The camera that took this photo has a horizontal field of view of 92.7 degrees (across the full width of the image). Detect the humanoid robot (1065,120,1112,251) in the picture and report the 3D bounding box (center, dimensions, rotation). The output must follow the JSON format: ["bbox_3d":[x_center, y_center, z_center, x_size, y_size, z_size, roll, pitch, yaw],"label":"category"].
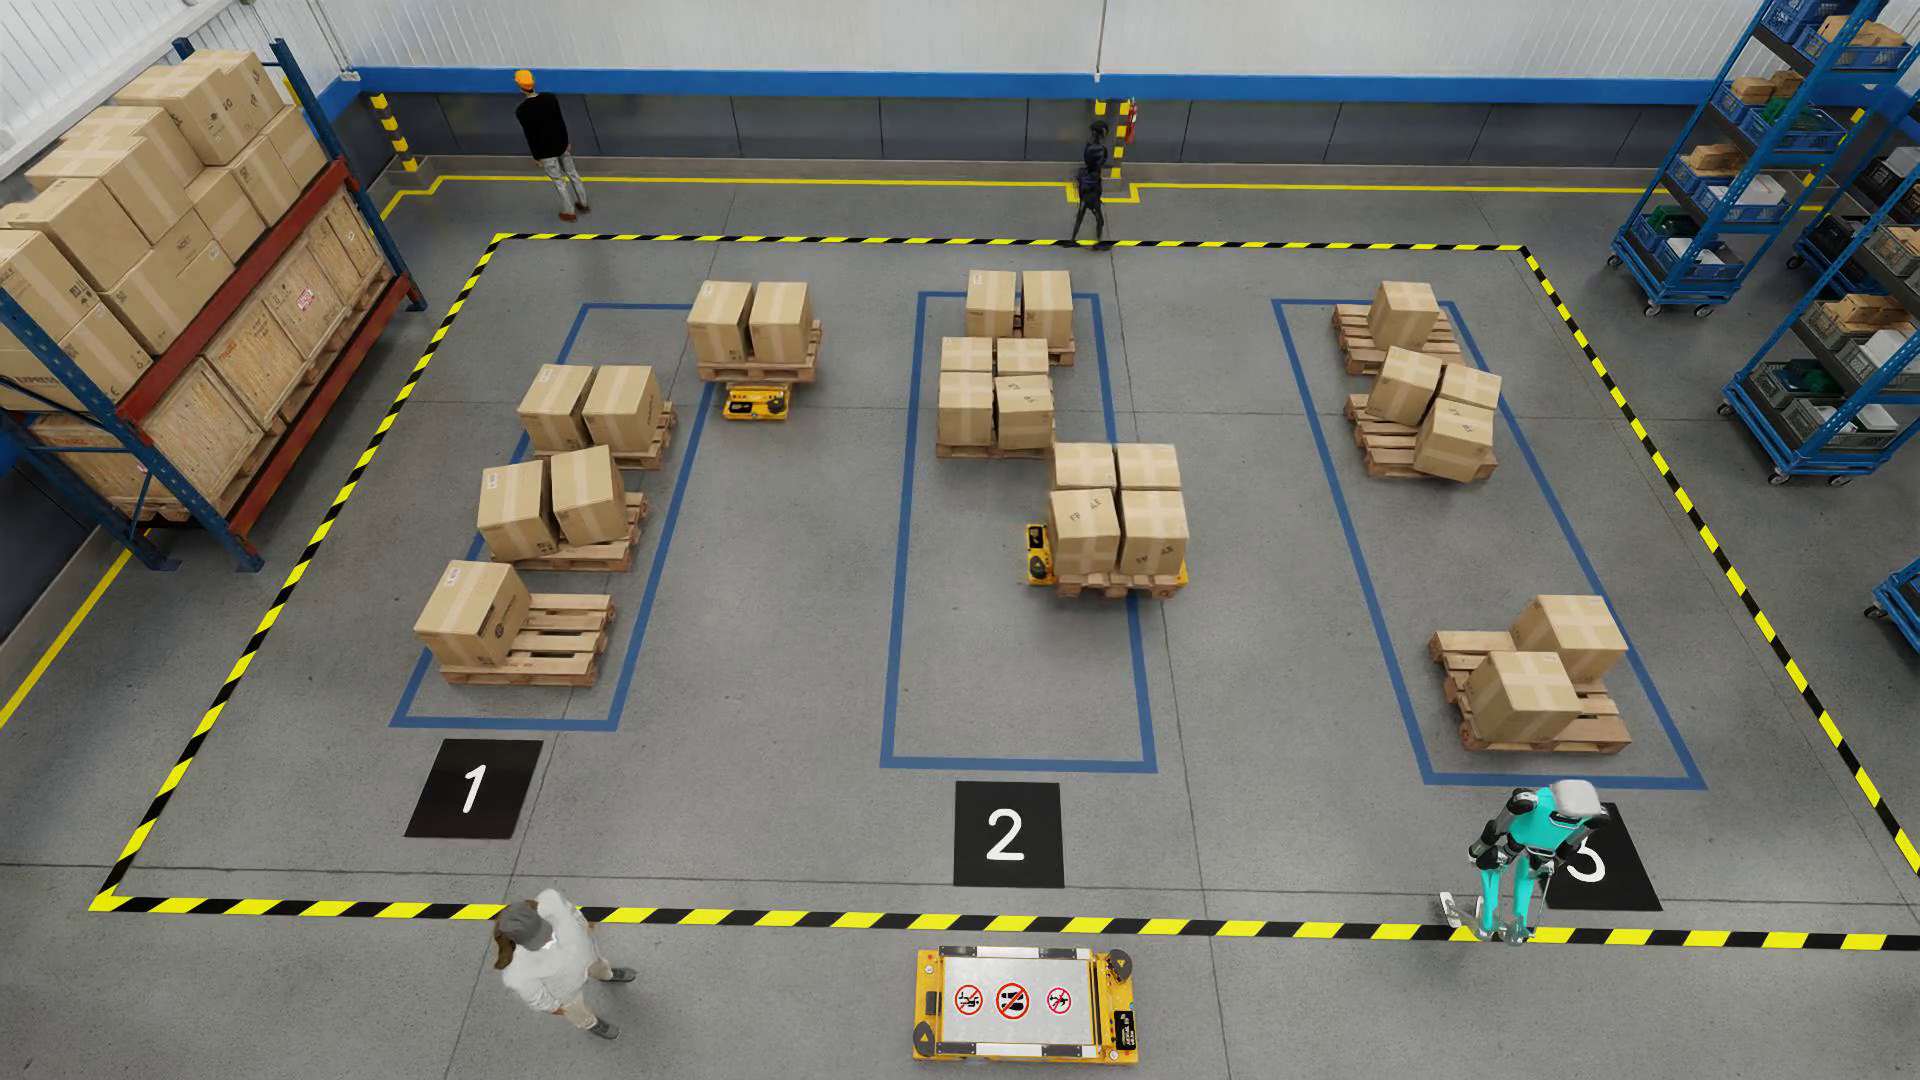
[{"bbox_3d":[1.635,-4.265,11.063,0.616,1.640,0.587,-7,51,-6],"label":"humanoid robot"}]

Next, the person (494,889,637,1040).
[{"bbox_3d":[-2.358,2.524,5.459,0.395,1.767,0.572,5,51,4],"label":"person"}]

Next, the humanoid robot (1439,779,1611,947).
[{"bbox_3d":[3.491,2.138,5.706,0.533,1.681,0.735,10,51,8],"label":"humanoid robot"}]

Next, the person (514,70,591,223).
[{"bbox_3d":[-5.103,-4.884,11.428,0.387,1.881,0.586,28,56,21],"label":"person"}]

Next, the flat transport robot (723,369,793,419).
[{"bbox_3d":[-2.139,-1.880,10.000,0.652,0.197,1.431,1,51,1],"label":"flat transport robot"}]

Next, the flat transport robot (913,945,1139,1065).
[{"bbox_3d":[0.422,3.041,6.007,1.431,0.231,0.659,1,51,1],"label":"flat transport robot"}]

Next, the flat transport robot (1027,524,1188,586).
[{"bbox_3d":[1.338,0.101,8.386,1.431,0.197,0.652,1,51,1],"label":"flat transport robot"}]
